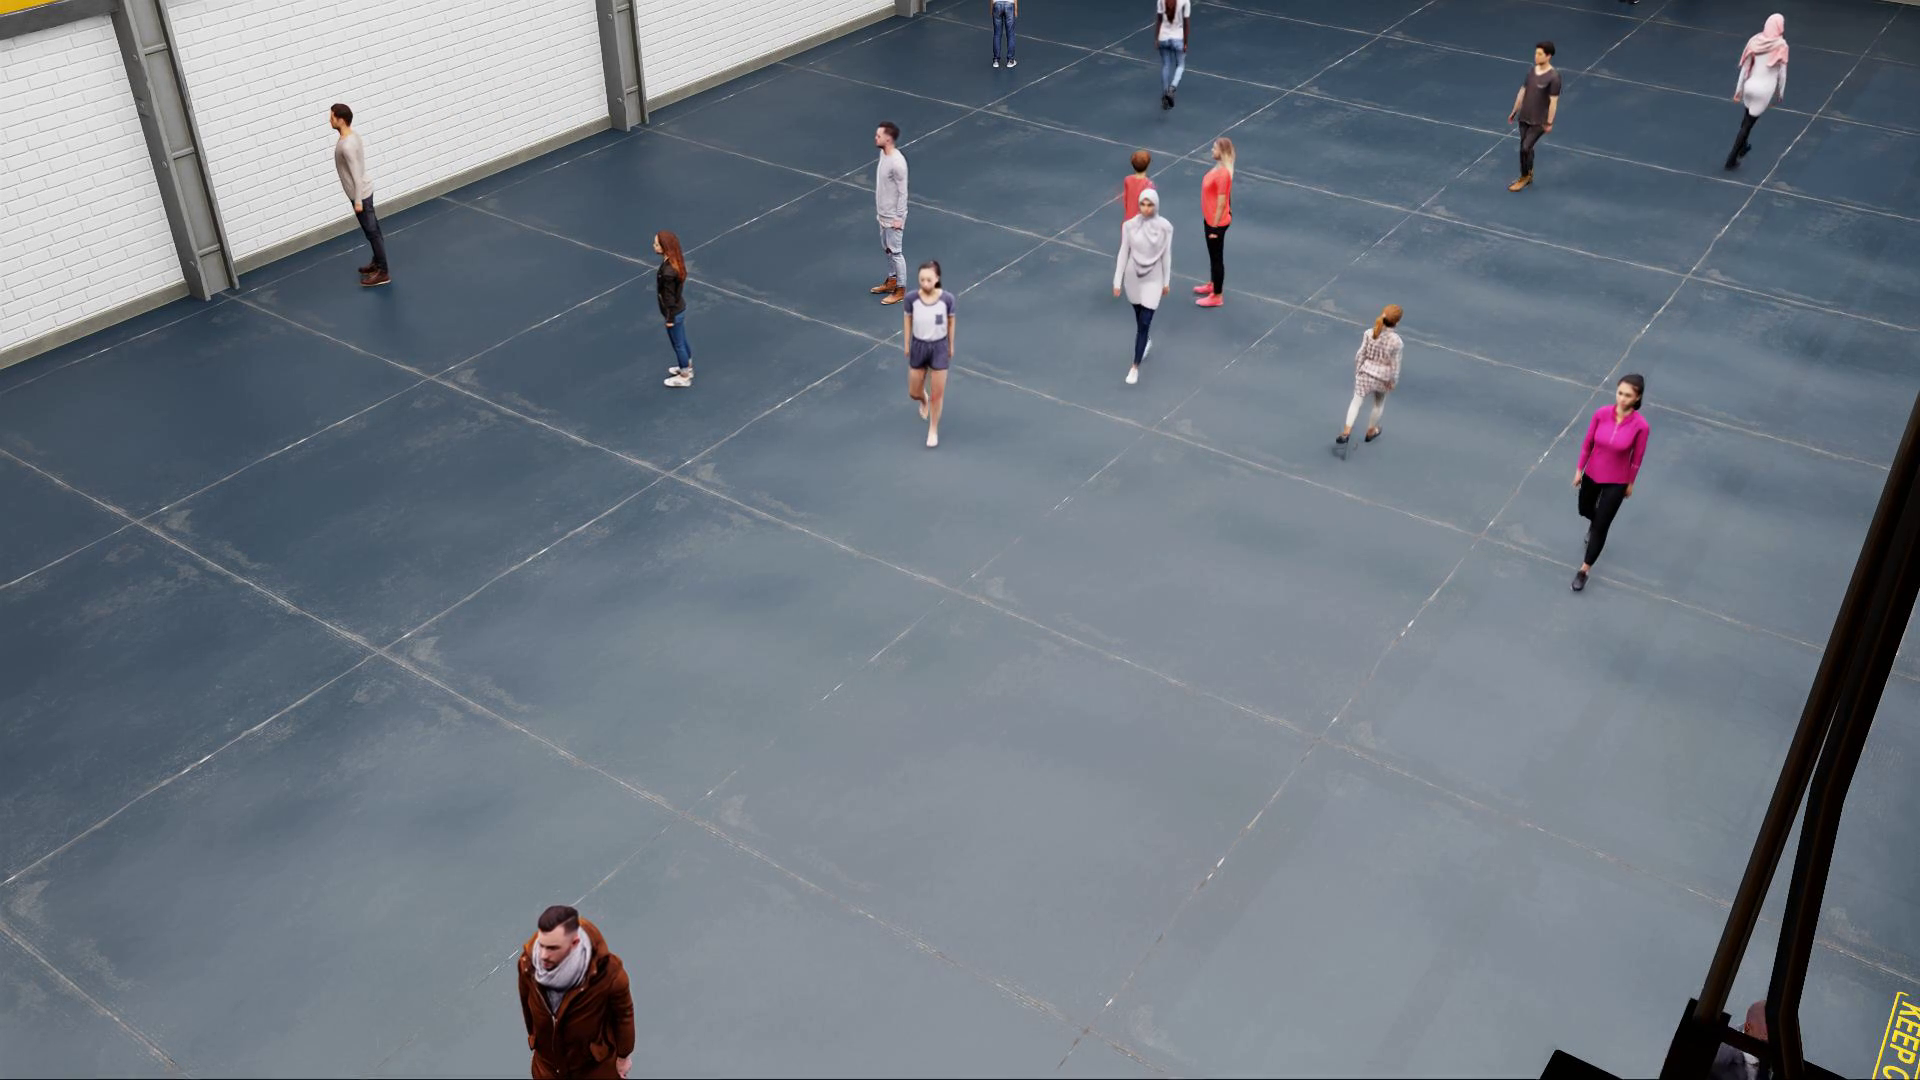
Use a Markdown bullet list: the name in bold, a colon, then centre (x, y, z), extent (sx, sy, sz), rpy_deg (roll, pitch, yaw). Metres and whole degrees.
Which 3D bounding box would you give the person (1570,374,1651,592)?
- **person**: centre (4.838, -0.491, 12.401), extent (0.616, 1.675, 1.050), rpy_deg (24, 40, 31)

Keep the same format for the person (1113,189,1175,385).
- **person**: centre (1.692, -2.370, 15.178), extent (0.861, 1.730, 1.205), rpy_deg (10, 35, 15)

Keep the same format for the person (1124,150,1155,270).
- **person**: centre (1.766, -3.213, 16.733), extent (0.544, 1.414, 0.502), rpy_deg (24, 41, 32)

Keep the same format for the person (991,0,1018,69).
- **person**: centre (0.599, -7.257, 22.682), extent (0.612, 1.563, 0.637), rpy_deg (5, 34, 8)

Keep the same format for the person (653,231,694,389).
- **person**: centre (-2.569, -2.087, 14.977), extent (0.693, 1.481, 0.620), rpy_deg (-3, 34, -4)

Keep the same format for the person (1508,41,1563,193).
- **person**: centre (6.599, -4.838, 18.920), extent (0.835, 1.699, 0.780), rpy_deg (-12, 35, -17)

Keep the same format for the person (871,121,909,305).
- **person**: centre (-0.680, -3.240, 16.390), extent (0.759, 1.838, 0.764), rpy_deg (-13, 36, -19)

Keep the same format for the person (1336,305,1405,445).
- **person**: centre (3.490, -1.368, 14.071), extent (0.590, 1.288, 0.794), rpy_deg (14, 36, 20)

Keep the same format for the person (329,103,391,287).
- **person**: centre (-6.032, -3.480, 16.726), extent (0.766, 1.866, 0.738), rpy_deg (-10, 35, -15)

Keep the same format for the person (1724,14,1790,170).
- **person**: centre (9.244, -5.176, 19.363), extent (1.046, 1.772, 0.787), rpy_deg (-25, 41, -33)

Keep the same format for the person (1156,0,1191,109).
- **person**: centre (2.671, -6.300, 21.110), extent (0.710, 1.709, 0.864), rpy_deg (10, 35, 15)

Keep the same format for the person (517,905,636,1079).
- **person**: centre (-1.808, 2.415, 7.881), extent (0.828, 1.839, 0.854), rpy_deg (5, 34, 8)

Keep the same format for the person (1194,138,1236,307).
- **person**: centre (2.532, -3.137, 16.366), extent (0.735, 1.693, 0.629), rpy_deg (2, 34, 3)

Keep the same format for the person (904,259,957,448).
- **person**: centre (-0.245, -1.624, 14.141), extent (0.795, 1.636, 0.894), rpy_deg (3, 34, 4)
